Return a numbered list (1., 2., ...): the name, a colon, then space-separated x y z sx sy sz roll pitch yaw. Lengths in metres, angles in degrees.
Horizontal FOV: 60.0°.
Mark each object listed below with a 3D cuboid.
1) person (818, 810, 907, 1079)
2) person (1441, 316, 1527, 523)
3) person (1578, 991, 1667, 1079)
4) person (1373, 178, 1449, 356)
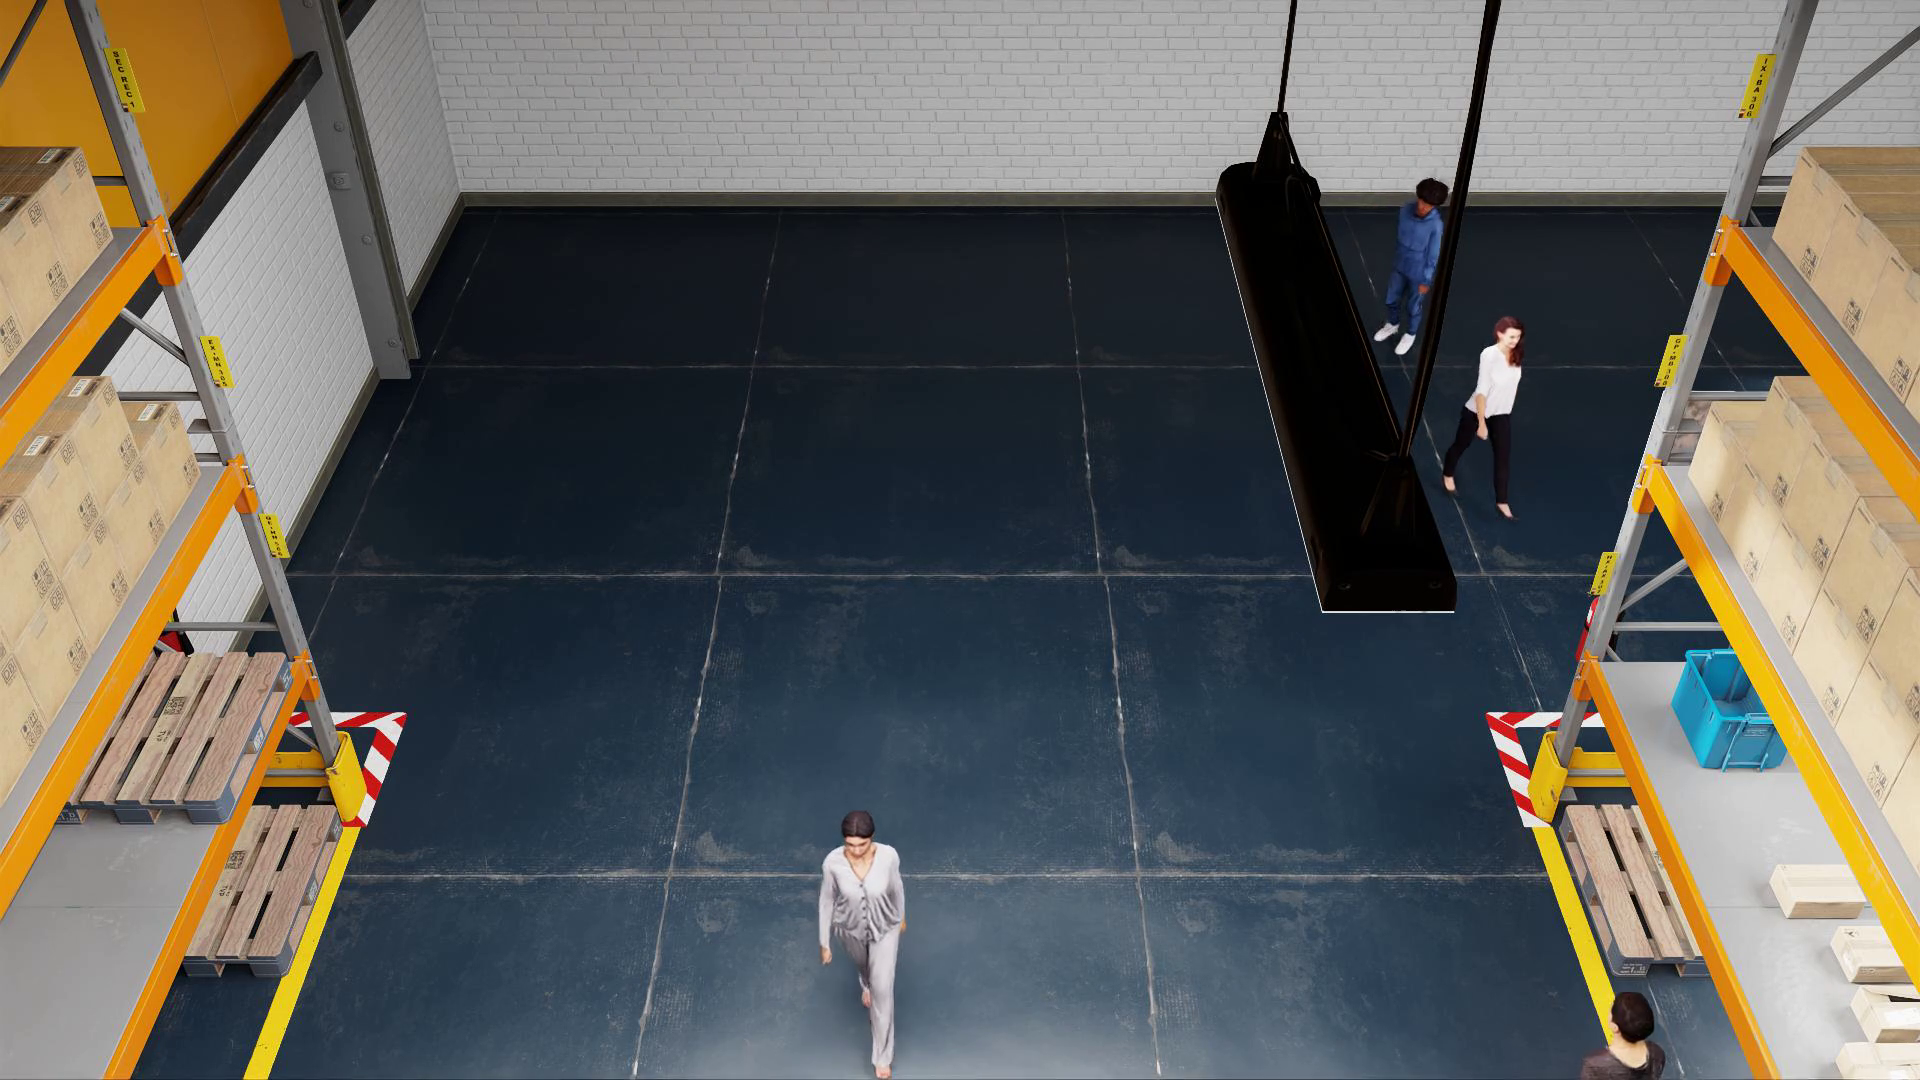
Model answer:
1. person: -0.534 2.081 9.327 0.638 1.737 1.023 -1 39 -2
2. person: 4.100 -1.032 13.211 0.928 1.756 1.140 -17 42 -20
3. person: 3.241 2.944 8.281 0.722 1.694 0.907 -6 39 -8
4. person: 4.118 -2.493 15.020 0.908 1.780 0.831 -17 42 -20
